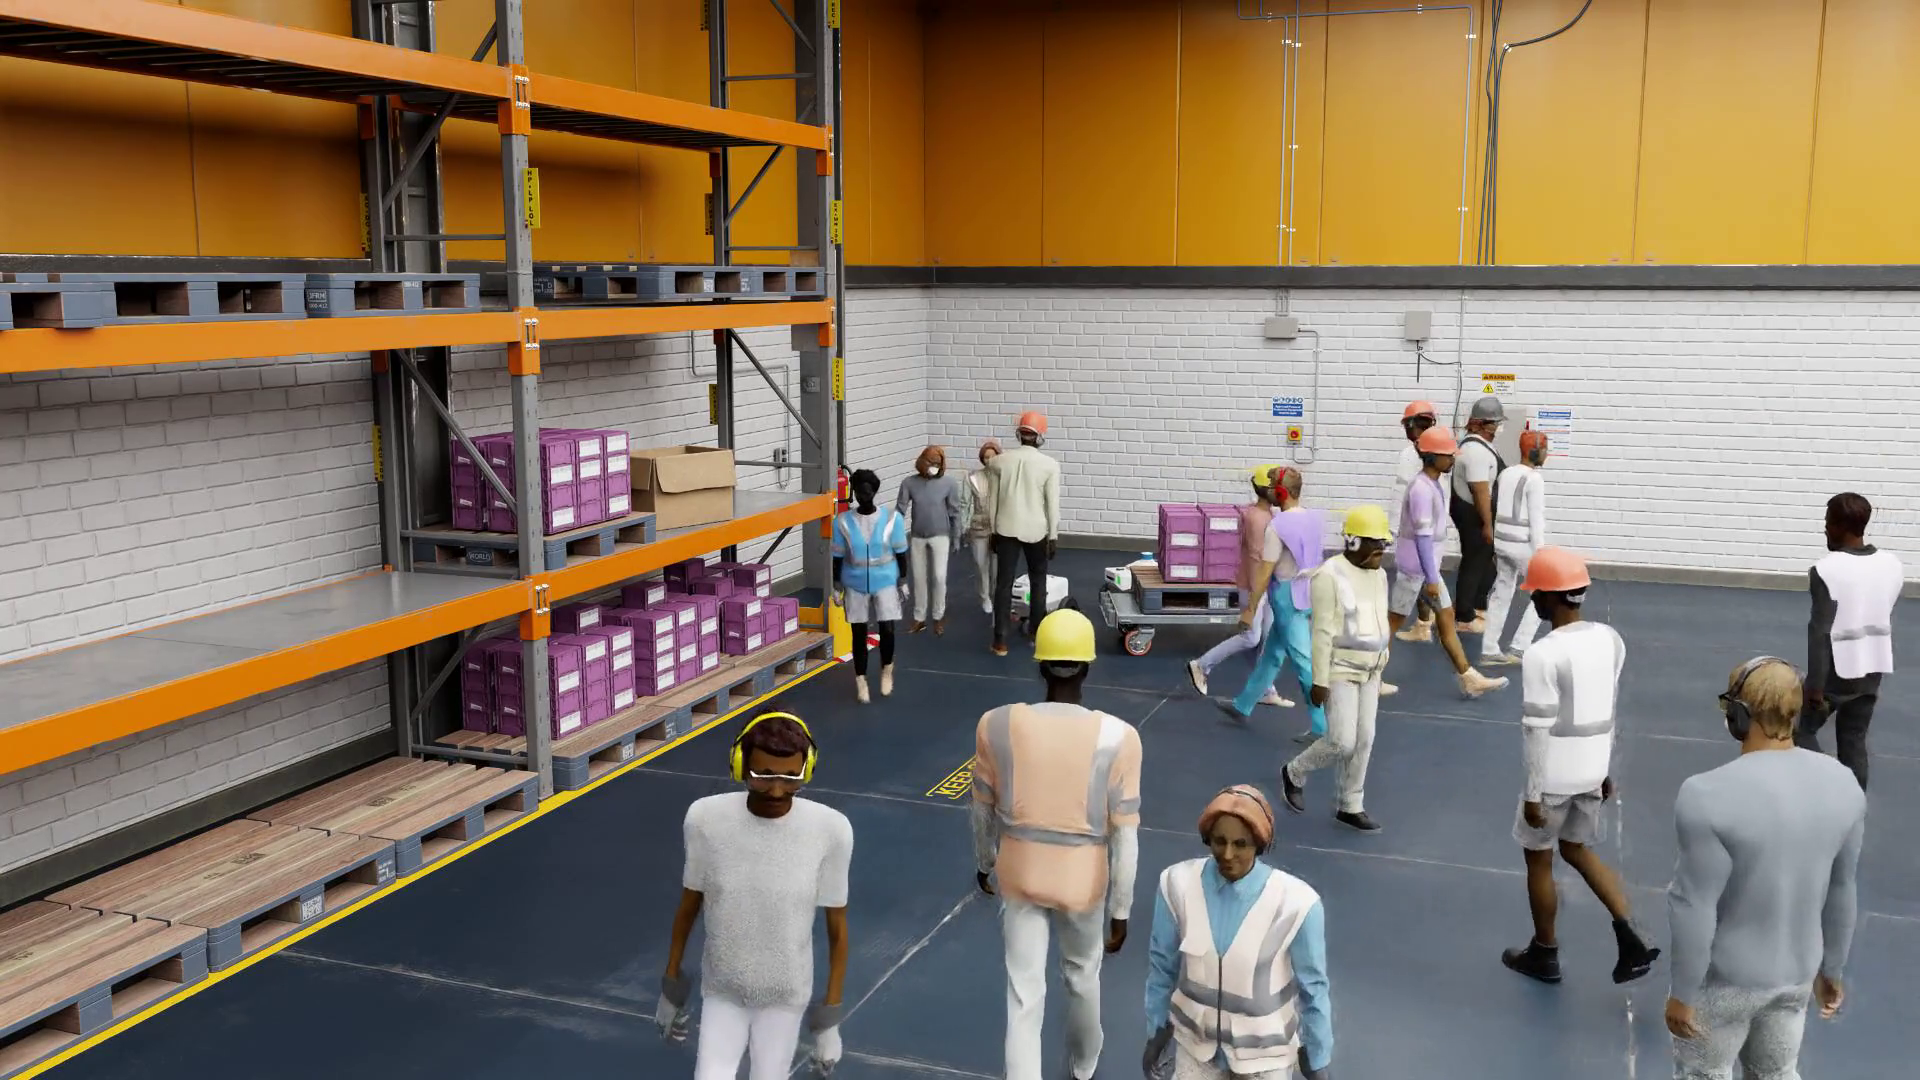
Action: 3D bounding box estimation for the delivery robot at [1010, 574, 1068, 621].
[{"bbox_3d":[0.627,0.459,14.189,0.477,0.478,0.707,6,11,33],"label":"delivery robot"}]

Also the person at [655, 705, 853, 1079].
[{"bbox_3d":[-0.605,1.357,4.825,0.599,1.835,0.418,0,9,2],"label":"person"}]

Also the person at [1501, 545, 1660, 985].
[{"bbox_3d":[2.581,0.982,6.953,0.575,1.916,0.602,-5,10,-27],"label":"person"}]

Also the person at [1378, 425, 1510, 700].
[{"bbox_3d":[3.338,0.175,11.808,1.092,1.975,0.619,4,10,23],"label":"person"}]

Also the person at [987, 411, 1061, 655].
[{"bbox_3d":[0.505,-0.053,13.443,0.618,1.937,0.717,2,9,15],"label":"person"}]

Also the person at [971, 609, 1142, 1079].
[{"bbox_3d":[0.338,1.171,5.876,0.607,1.879,0.992,1,9,9],"label":"person"}]

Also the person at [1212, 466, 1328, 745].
[{"bbox_3d":[2.065,0.416,10.843,0.968,1.792,0.577,7,11,36],"label":"person"}]

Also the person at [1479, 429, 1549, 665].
[{"bbox_3d":[4.311,0.085,12.767,0.560,1.863,0.619,-2,9,-10],"label":"person"}]

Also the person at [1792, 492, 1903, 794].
[{"bbox_3d":[4.681,0.695,8.802,0.589,1.902,0.450,-3,9,-17],"label":"person"}]

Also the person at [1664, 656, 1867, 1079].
[{"bbox_3d":[2.408,1.302,4.944,0.635,1.922,0.716,-3,9,-17],"label":"person"}]

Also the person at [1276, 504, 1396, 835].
[{"bbox_3d":[2.087,0.695,9.072,0.605,1.810,0.526,-8,12,-40],"label":"person"}]

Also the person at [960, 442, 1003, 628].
[{"bbox_3d":[0.265,-0.081,14.623,0.539,1.599,0.816,0,9,3],"label":"person"}]

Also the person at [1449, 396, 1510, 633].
[{"bbox_3d":[4.441,-0.217,14.082,0.573,2.000,0.695,3,9,17],"label":"person"}]

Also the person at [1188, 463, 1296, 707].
[{"bbox_3d":[2.003,0.312,11.682,0.681,1.744,0.535,4,10,22],"label":"person"}]

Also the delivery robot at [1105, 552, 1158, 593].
[{"bbox_3d":[1.668,0.352,14.860,0.707,0.478,0.477,-3,9,-17],"label":"delivery robot"}]

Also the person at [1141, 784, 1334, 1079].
[{"bbox_3d":[0.833,1.462,4.860,0.545,1.618,0.553,5,11,30],"label":"person"}]

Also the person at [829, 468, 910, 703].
[{"bbox_3d":[-0.640,0.327,11.742,0.572,1.685,0.352,0,9,0],"label":"person"}]

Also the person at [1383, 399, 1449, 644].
[{"bbox_3d":[3.777,-0.142,13.723,0.491,2.010,0.689,7,11,37],"label":"person"}]

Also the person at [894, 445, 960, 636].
[{"bbox_3d":[-0.310,0.004,13.999,0.601,1.619,0.475,2,9,13],"label":"person"}]
